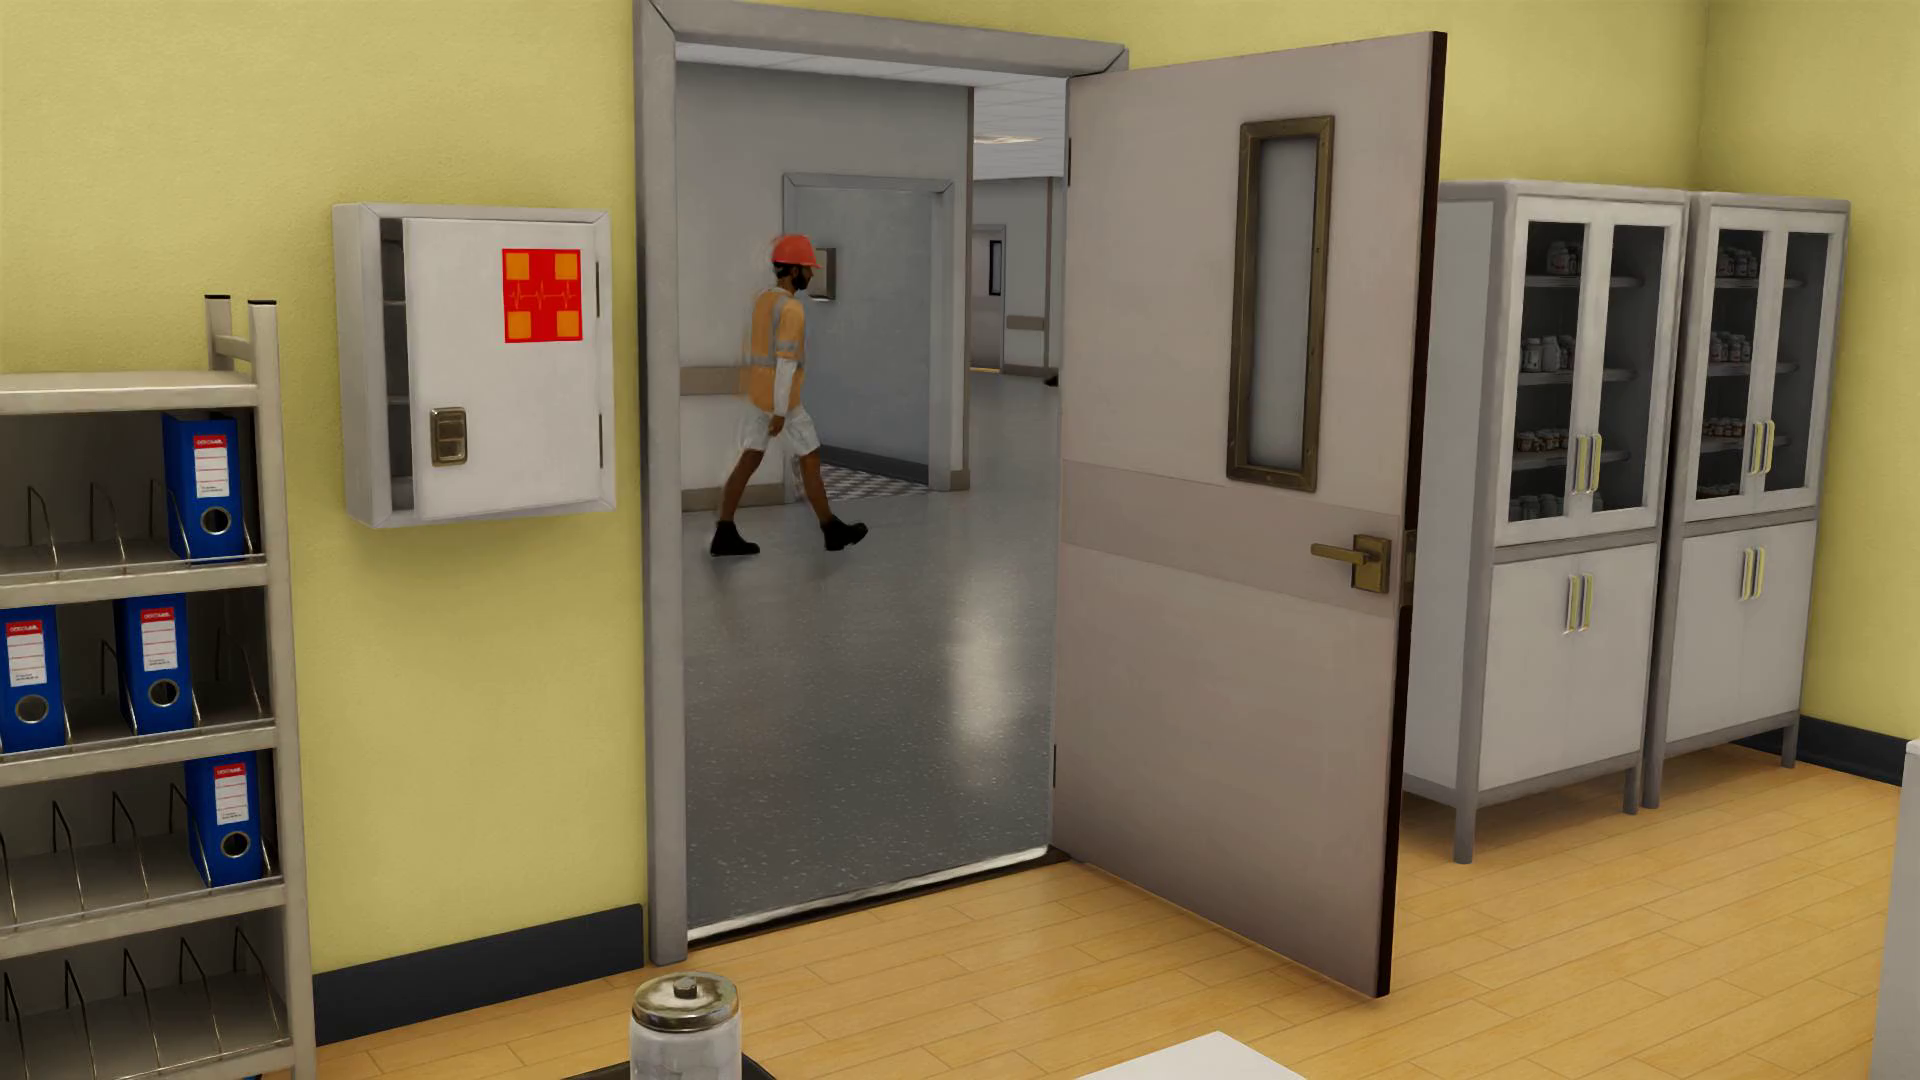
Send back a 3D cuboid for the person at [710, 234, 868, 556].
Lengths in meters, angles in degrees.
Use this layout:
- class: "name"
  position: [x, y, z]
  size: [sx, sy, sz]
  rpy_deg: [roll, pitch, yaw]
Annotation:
- class: "person"
  position: [-1.042, -0.840, 9.788]
  size: [0.986, 1.885, 0.554]
  rpy_deg: [-6, 11, -34]
